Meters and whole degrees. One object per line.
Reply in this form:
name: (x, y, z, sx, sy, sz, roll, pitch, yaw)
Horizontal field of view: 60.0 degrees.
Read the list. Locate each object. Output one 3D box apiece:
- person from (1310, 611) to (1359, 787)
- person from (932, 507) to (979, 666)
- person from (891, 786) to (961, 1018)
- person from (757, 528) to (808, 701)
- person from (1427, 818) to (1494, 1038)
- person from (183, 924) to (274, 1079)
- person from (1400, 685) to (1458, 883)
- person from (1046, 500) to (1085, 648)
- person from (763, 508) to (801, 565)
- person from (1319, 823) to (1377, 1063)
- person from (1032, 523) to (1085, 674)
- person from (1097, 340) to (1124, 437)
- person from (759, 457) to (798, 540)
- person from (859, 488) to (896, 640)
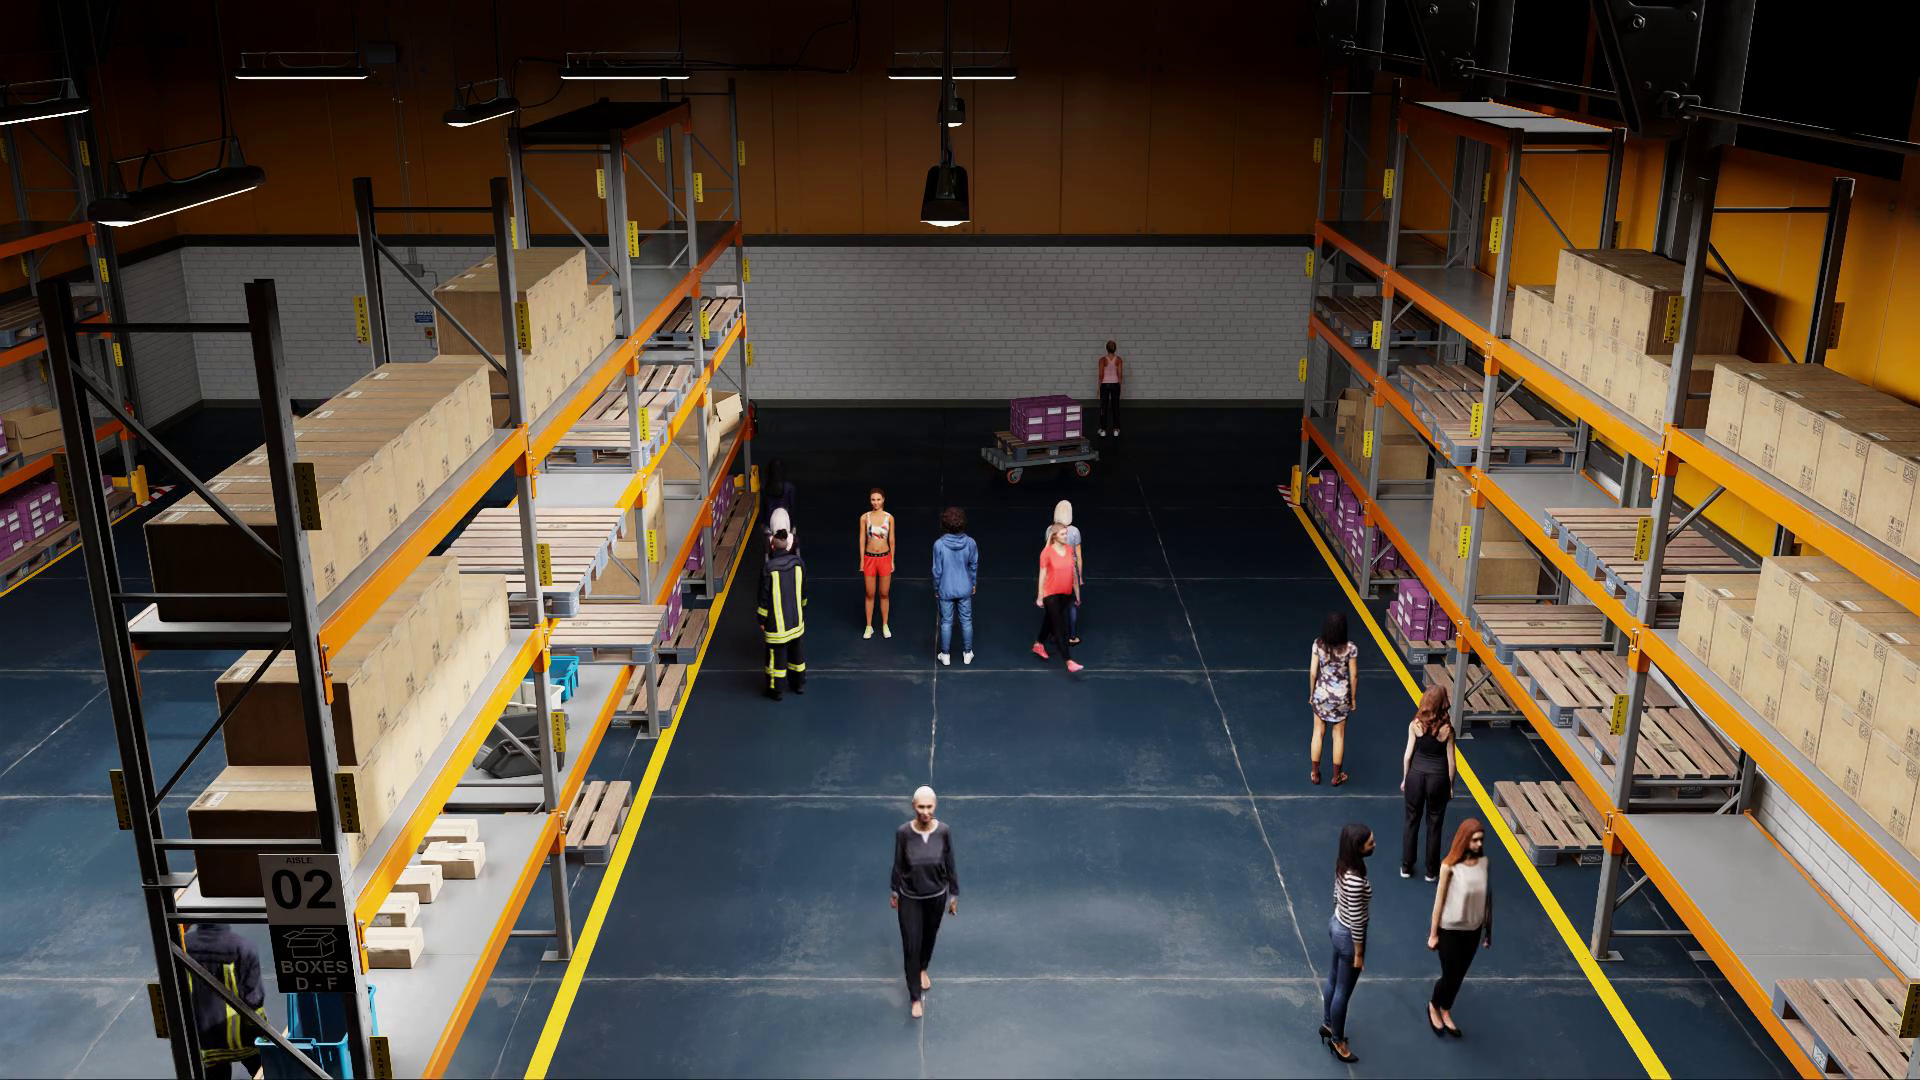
person: (3.487, 1.481, 15.602, 0.661, 1.733, 0.647, 7, 20, 21)
person: (-0.054, 0.504, 18.383, 0.700, 1.811, 0.617, -2, 19, -7)
person: (-0.291, 2.582, 12.379, 0.773, 1.703, 0.997, -4, 19, -11)
person: (-1.872, 0.763, 17.531, 0.877, 1.862, 0.922, -15, 24, -38)
person: (3.516, 2.738, 11.905, 0.677, 1.711, 0.655, -6, 20, -17)
person: (-4.759, 3.118, 10.668, 0.736, 1.779, 1.126, 0, 19, 0)
person: (3.919, 2.027, 13.959, 0.662, 1.747, 0.641, 7, 20, 21)
person: (1.179, 0.373, 18.910, 0.646, 1.722, 0.618, 6, 20, 18)
person: (-1.945, 0.513, 18.327, 0.648, 1.829, 0.625, -8, 20, -21)
person: (2.702, 2.791, 11.615, 0.642, 1.796, 0.410, 0, 19, 0)
person: (1.003, 0.615, 18.322, 1.058, 1.638, 1.232, -13, 23, -34)
person: (2.503, -2.536, 27.686, 0.577, 1.634, 0.573, -2, 19, -5)
person: (-2.258, -0.142, 20.496, 0.652, 1.685, 1.046, 1, 19, 2)
person: (-0.955, 0.253, 19.159, 0.582, 1.791, 0.583, -2, 19, -5)
